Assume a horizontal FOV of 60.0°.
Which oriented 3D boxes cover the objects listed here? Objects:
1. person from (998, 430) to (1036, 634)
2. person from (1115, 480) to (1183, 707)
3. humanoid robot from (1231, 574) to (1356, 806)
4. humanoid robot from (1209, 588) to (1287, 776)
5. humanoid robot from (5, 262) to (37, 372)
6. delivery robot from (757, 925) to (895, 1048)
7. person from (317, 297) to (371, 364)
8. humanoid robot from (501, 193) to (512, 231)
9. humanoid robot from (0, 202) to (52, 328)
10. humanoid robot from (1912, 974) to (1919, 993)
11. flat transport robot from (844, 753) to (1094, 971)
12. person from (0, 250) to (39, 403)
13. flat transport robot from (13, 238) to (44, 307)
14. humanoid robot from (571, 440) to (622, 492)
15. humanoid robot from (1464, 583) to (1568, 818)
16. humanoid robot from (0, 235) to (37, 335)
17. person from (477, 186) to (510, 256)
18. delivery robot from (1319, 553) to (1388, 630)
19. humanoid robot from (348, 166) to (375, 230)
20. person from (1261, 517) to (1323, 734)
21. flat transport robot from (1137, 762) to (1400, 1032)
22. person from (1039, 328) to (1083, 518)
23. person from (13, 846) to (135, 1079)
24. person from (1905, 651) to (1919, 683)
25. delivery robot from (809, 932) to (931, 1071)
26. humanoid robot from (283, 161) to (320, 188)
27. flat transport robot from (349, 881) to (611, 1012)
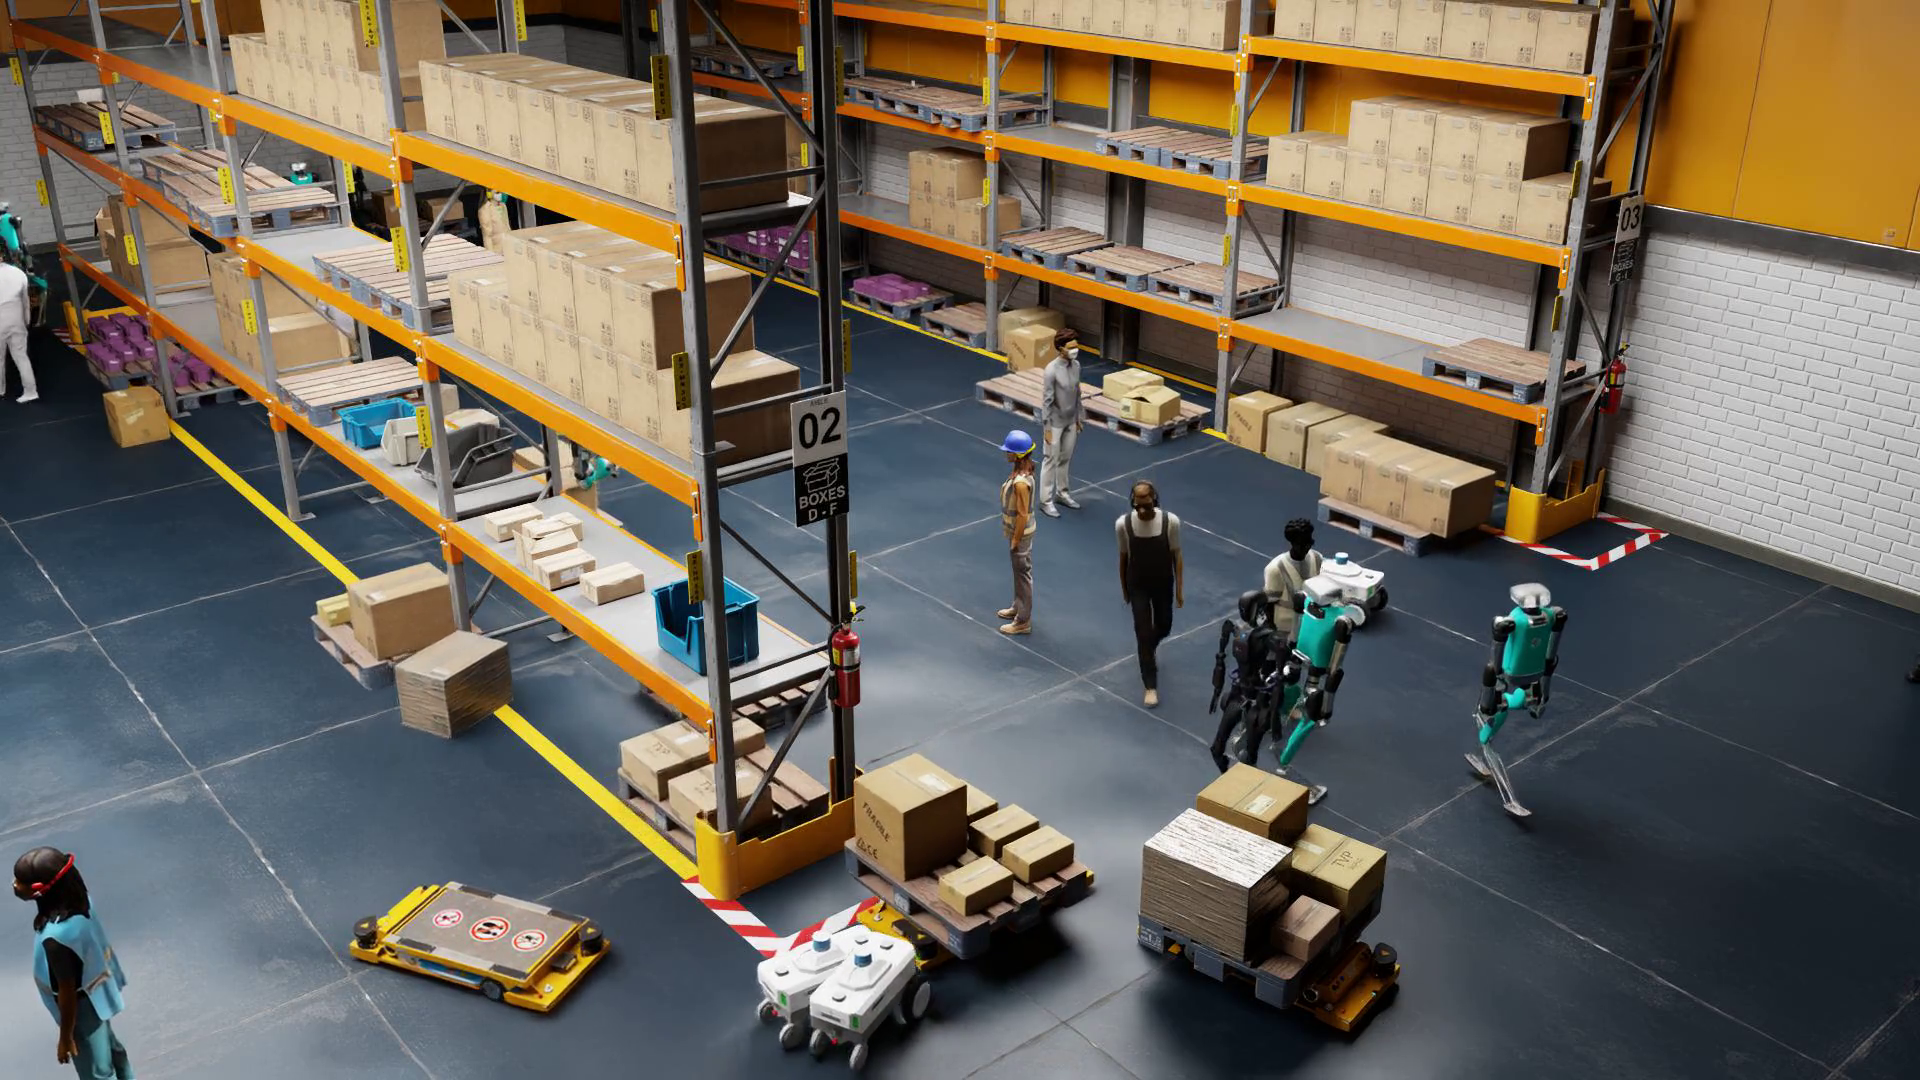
[{"bbox_3d":[0.480,-0.074,13.910,0.305,1.778,0.462,0,23,0],"label":"person"},{"bbox_3d":[1.459,0.333,12.927,0.544,1.810,0.768,0,23,0],"label":"person"},{"bbox_3d":[2.205,1.109,11.254,0.891,1.783,0.582,-13,26,-27],"label":"humanoid robot"},{"bbox_3d":[1.968,1.097,11.329,0.314,1.655,0.612,-21,31,-40],"label":"humanoid robot"},{"bbox_3d":[-11.792,-2.881,20.554,0.600,1.638,0.487,-8,25,-19],"label":"humanoid robot"},{"bbox_3d":[-0.775,2.494,9.490,0.776,0.580,0.499,-15,27,-30],"label":"delivery robot"},{"bbox_3d":[-7.340,-2.586,19.802,0.571,1.722,0.792,-16,28,-33],"label":"person"},{"bbox_3d":[-7.666,-5.793,27.277,0.567,1.834,0.883,-19,30,-37],"label":"humanoid robot"},{"bbox_3d":[-12.567,-3.686,22.354,0.572,1.802,0.746,4,24,9],"label":"humanoid robot"},{"bbox_3d":[5.308,2.263,8.625,0.609,1.647,0.407,4,24,9],"label":"humanoid robot"},{"bbox_3d":[0.108,2.222,10.498,1.431,0.231,0.659,-18,29,-36],"label":"flat transport robot"},{"bbox_3d":[-11.246,-2.540,19.530,0.867,1.844,0.722,19,30,37],"label":"person"},{"bbox_3d":[-13.730,-3.384,23.479,1.431,0.231,0.659,-10,25,-23],"label":"flat transport robot"},{"bbox_3d":[-3.483,-0.708,15.460,0.727,1.807,0.539,19,30,37],"label":"humanoid robot"},{"bbox_3d":[3.716,1.014,11.478,0.548,1.737,1.042,-7,24,-15],"label":"humanoid robot"},{"bbox_3d":[-12.615,-3.476,21.913,0.589,1.653,0.333,10,25,21],"label":"humanoid robot"},{"bbox_3d":[-6.363,-3.992,22.865,0.414,1.877,0.552,8,25,18],"label":"person"},{"bbox_3d":[3.288,0.414,14.348,0.816,0.613,0.499,14,27,30],"label":"delivery robot"},{"bbox_3d":[-10.096,-5.961,27.683,0.628,1.626,0.507,7,24,16],"label":"humanoid robot"},{"bbox_3d":[2.467,0.614,12.418,0.534,1.696,0.322,-14,27,-30],"label":"person"},{"bbox_3d":[1.844,2.435,10.004,1.431,0.231,0.659,18,29,35],"label":"flat transport robot"},{"bbox_3d":[0.975,-1.170,16.313,0.545,1.890,0.394,-20,31,-39],"label":"person"},{"bbox_3d":[-4.332,2.327,8.249,0.380,1.864,0.510,-8,25,-19],"label":"person"},{"bbox_3d":[7.806,0.269,12.933,0.546,1.930,0.389,16,28,33],"label":"person"},{"bbox_3d":[-0.532,2.554,9.385,0.499,0.608,0.806,12,26,25],"label":"delivery robot"},{"bbox_3d":[-9.866,-4.768,24.973,0.546,1.893,0.782,-17,29,-35],"label":"humanoid robot"},{"bbox_3d":[-2.897,2.422,10.034,1.431,0.231,0.659,9,25,20],"label":"flat transport robot"}]
